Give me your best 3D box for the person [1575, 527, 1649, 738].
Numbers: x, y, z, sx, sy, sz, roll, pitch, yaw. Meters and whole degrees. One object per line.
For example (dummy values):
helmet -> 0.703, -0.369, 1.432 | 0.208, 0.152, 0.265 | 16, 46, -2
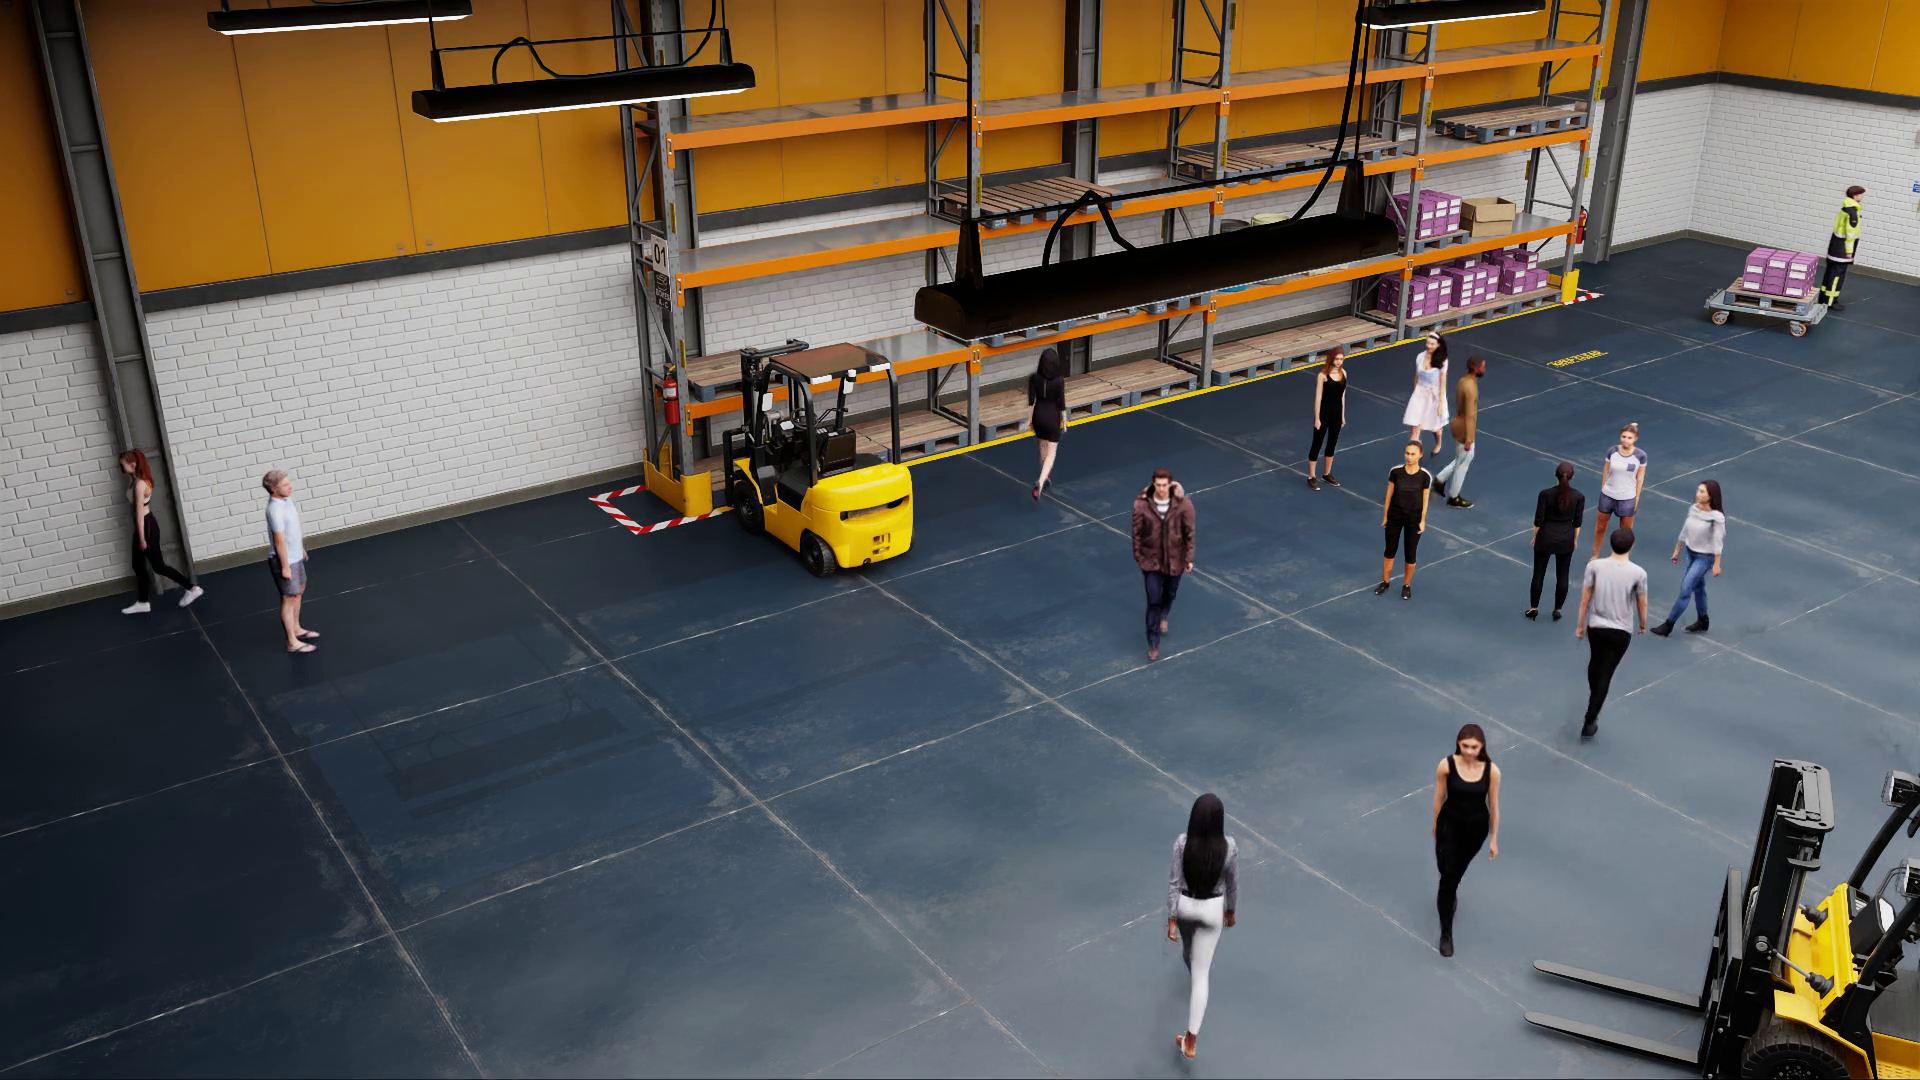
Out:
person -> 5.561, 0.826, 14.298 | 0.946, 1.814, 1.292 | 16, 28, 33

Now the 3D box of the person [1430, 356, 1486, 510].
person -> 5.669, -1.231, 19.017 | 0.926, 1.804, 0.865 | 3, 24, 7

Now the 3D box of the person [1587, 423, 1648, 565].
person -> 6.922, -0.453, 17.467 | 0.633, 1.620, 0.639 | 14, 27, 29

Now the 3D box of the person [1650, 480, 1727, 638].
person -> 7.198, 0.183, 16.036 | 1.030, 1.600, 0.864 | -4, 24, -10

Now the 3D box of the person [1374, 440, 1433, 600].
person -> 4.520, -0.228, 16.891 | 0.664, 1.668, 0.671 | 11, 26, 24

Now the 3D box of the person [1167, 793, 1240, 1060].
person -> 1.512, 2.500, 10.673 | 1.186, 1.651, 1.267 | 3, 24, 7

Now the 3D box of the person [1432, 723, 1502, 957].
person -> 3.560, 2.022, 11.774 | 1.086, 1.644, 1.153 | 5, 24, 10

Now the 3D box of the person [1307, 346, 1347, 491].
person -> 4.352, -1.465, 19.653 | 0.504, 1.722, 0.666 | -10, 26, -22

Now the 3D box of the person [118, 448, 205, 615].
person -> -7.982, -0.083, 16.486 | 1.047, 1.727, 0.714 | -11, 26, -23

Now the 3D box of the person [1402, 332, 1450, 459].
person -> 5.662, -1.637, 19.984 | 0.912, 1.773, 1.296 | 16, 28, 33

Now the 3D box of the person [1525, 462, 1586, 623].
person -> 5.837, 0.022, 16.327 | 0.694, 1.662, 0.748 | 5, 24, 11

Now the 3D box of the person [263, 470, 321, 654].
person -> -6.399, 0.176, 15.769 | 0.717, 1.828, 0.738 | -4, 24, -9

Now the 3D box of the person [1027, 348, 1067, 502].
person -> 0.967, -1.288, 19.182 | 0.989, 1.775, 1.176 | 10, 25, 21

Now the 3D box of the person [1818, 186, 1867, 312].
person -> 14.208, -4.726, 26.788 | 0.923, 1.983, 0.844 | 6, 24, 13

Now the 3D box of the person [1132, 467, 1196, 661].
person -> 1.940, 0.150, 15.847 | 1.227, 1.812, 1.223 | 1, 24, 2
